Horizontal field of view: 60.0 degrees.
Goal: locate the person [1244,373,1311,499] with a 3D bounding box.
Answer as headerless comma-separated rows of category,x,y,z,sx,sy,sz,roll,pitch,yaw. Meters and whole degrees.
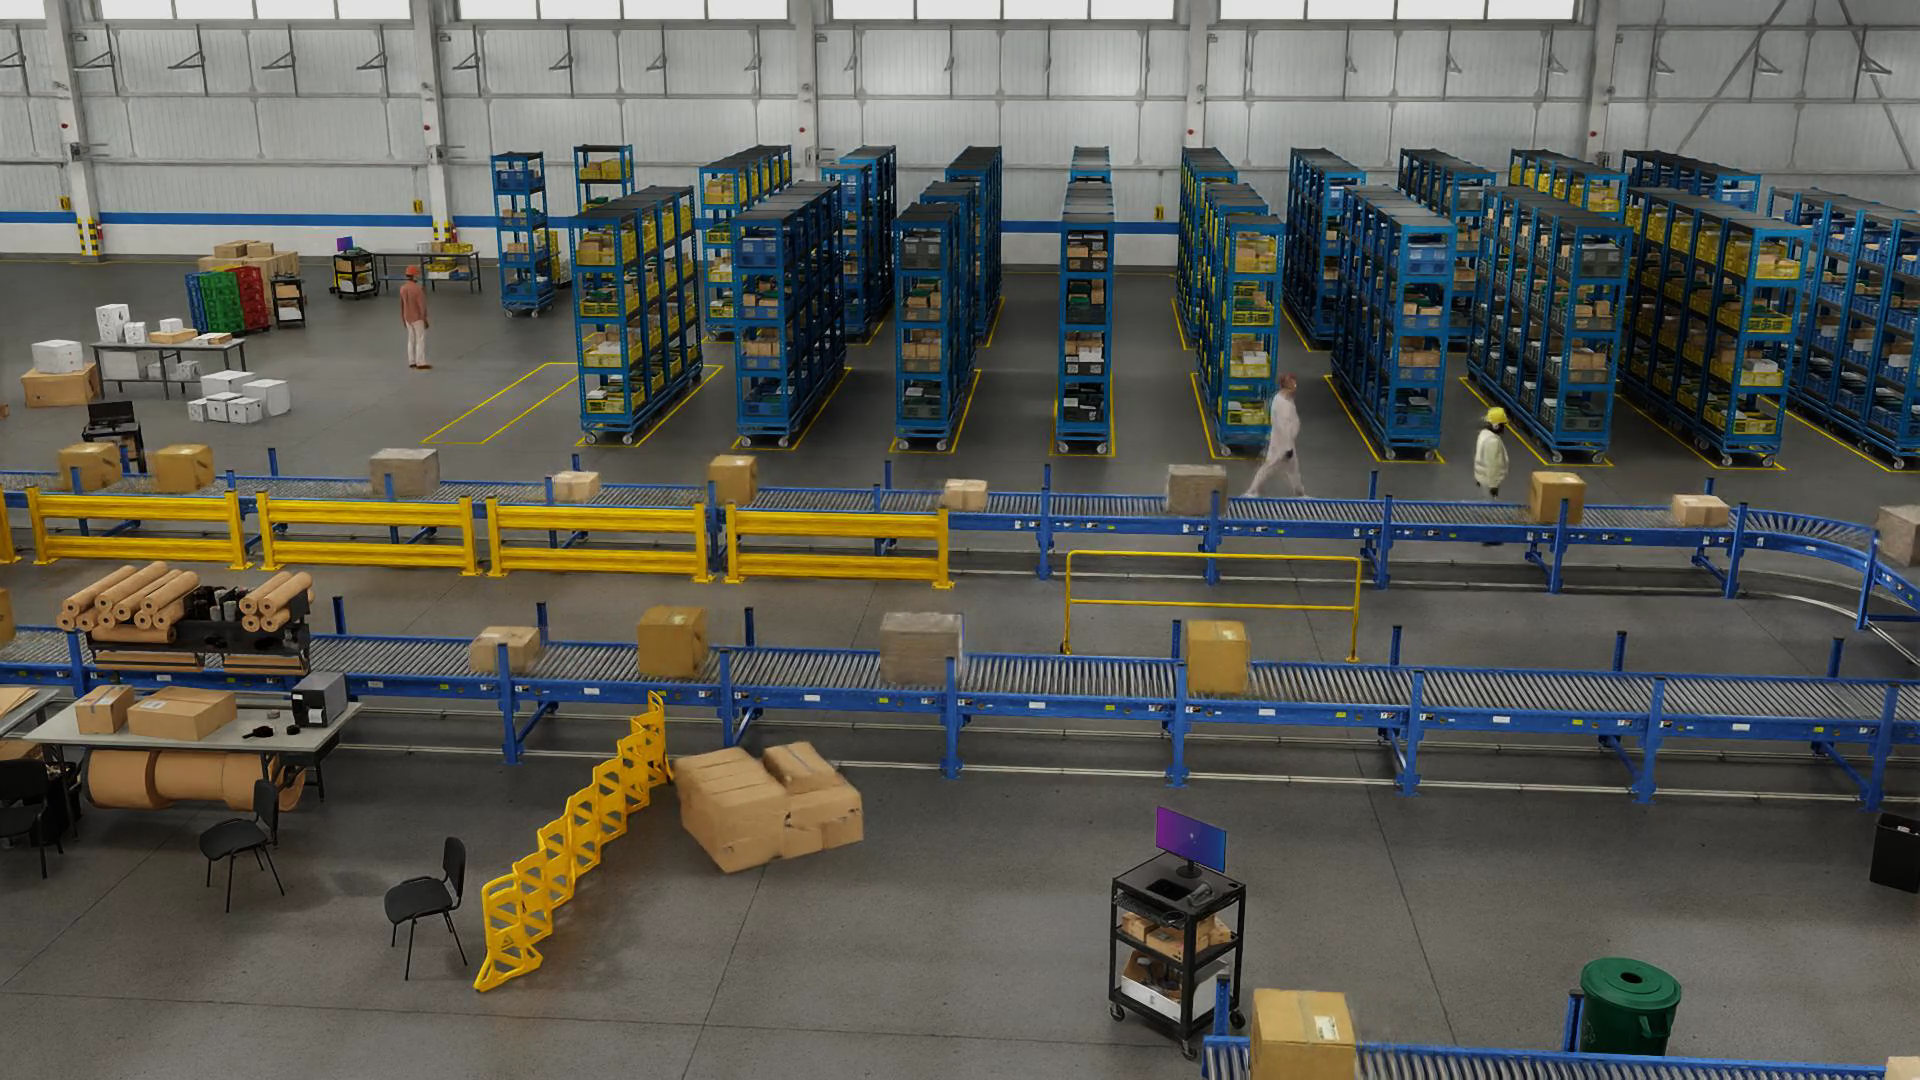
person,4.437,-1.383,22.923,1.015,1.861,0.651,5,18,14

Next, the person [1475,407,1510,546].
person,6.682,-0.802,21.133,0.536,1.817,0.597,2,18,7

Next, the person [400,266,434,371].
person,-10.389,-4.235,31.749,0.685,1.980,0.429,13,21,35
